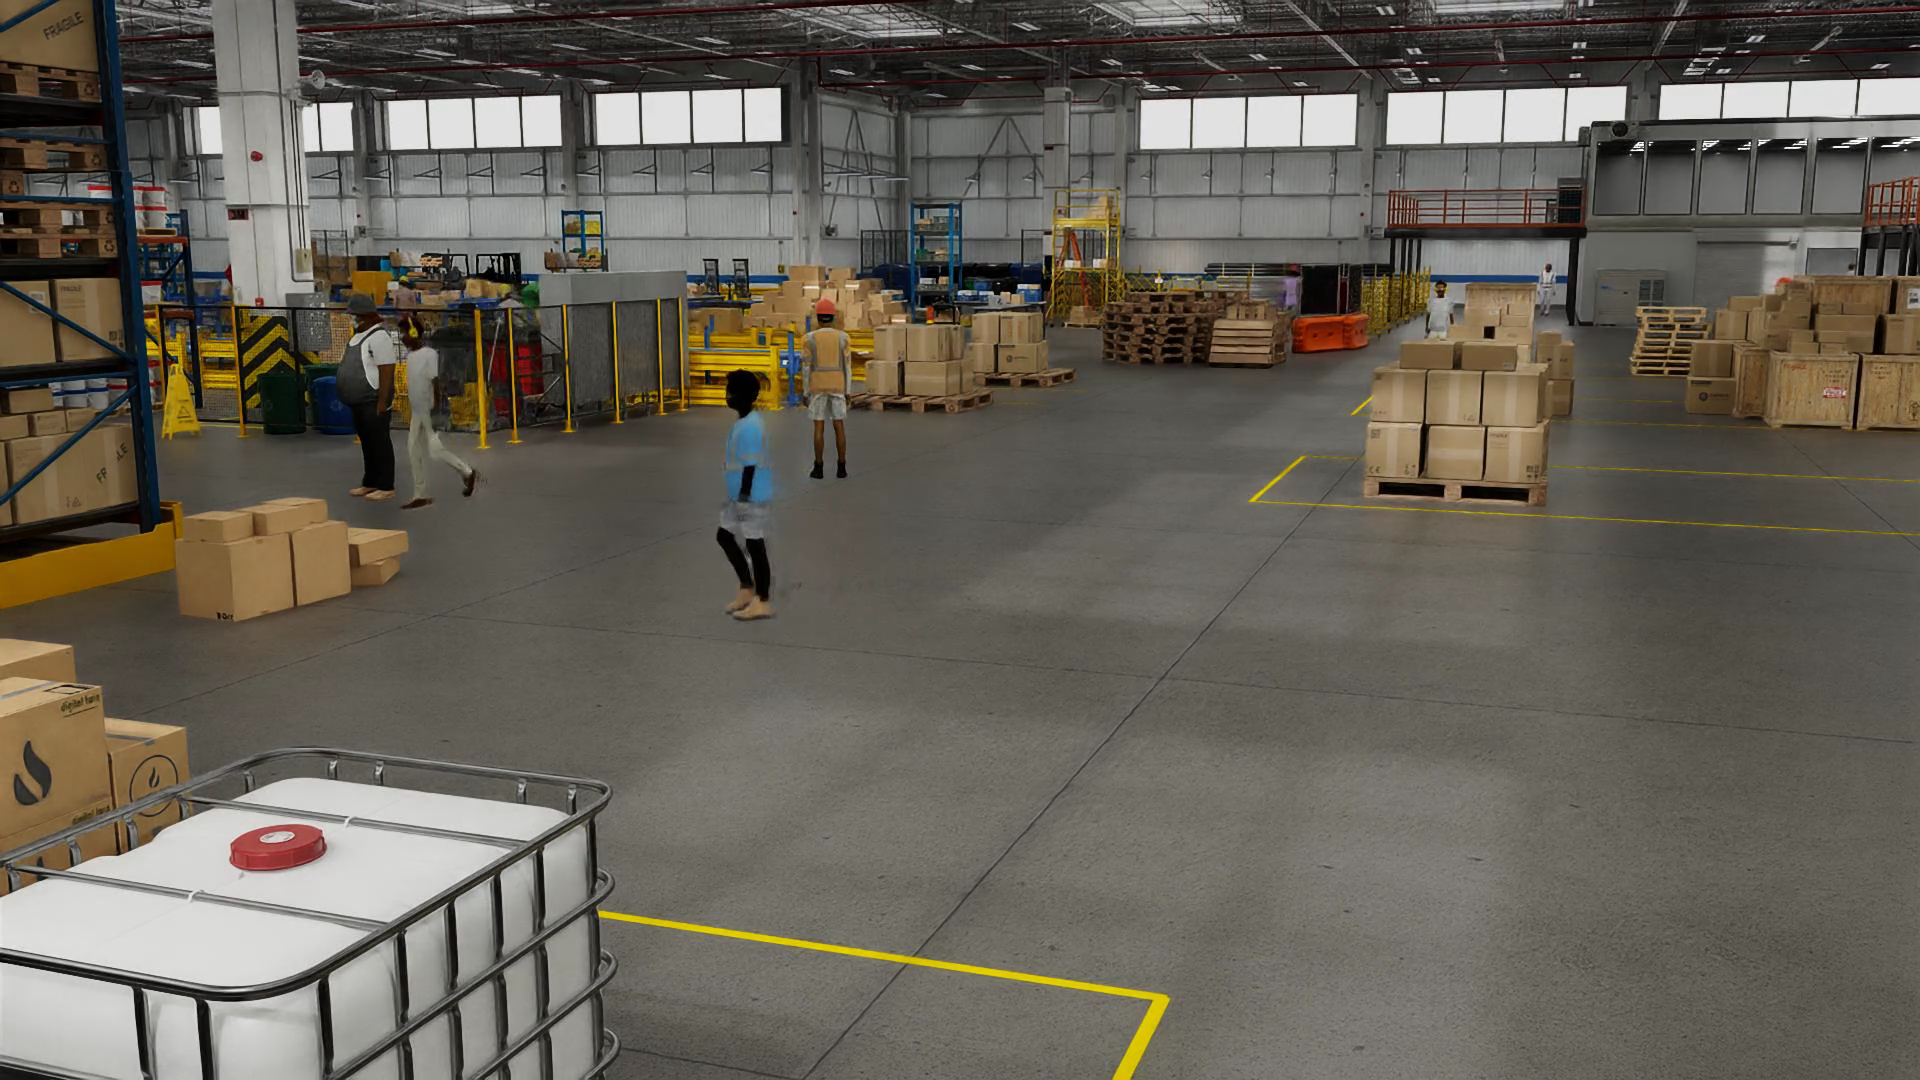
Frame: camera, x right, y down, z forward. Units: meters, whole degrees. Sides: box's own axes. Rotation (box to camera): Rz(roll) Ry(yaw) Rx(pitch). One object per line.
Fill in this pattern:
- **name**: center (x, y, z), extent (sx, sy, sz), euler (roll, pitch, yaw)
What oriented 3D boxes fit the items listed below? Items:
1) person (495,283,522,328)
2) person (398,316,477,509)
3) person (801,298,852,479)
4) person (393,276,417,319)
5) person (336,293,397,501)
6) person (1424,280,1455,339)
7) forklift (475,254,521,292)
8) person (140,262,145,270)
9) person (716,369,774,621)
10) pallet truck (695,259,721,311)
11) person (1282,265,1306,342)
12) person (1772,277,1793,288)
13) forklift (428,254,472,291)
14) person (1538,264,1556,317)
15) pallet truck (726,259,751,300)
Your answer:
- **person**: center (-8.176, -3.661, 29.690), extent (0.732, 1.809, 0.620), euler (3, 11, 17)
- **person**: center (-5.081, -1.234, 16.005), extent (0.530, 1.834, 0.778), euler (8, 13, 37)
- **person**: center (-1.435, -1.621, 17.859), extent (0.542, 1.938, 0.357), euler (-3, 10, -14)
- **person**: center (-13.179, -5.383, 39.528), extent (0.533, 1.767, 0.325), euler (-3, 11, -19)
- **person**: center (-5.844, -1.404, 16.341), extent (0.538, 2.000, 0.690), euler (-8, 13, -40)
- **person**: center (8.732, -3.799, 30.311), extent (0.520, 1.874, 0.332), euler (4, 11, 21)
- **forklift**: center (-17.990, -10.121, 64.684), extent (1.157, 1.987, 2.680), euler (3, 11, 17)
- **person**: center (-34.164, -10.761, 69.653), extent (0.611, 1.818, 0.560), euler (3, 10, 15)
- **person**: center (-1.460, -0.290, 11.043), extent (0.435, 1.682, 0.552), euler (-3, 10, -15)
- **pallet truck**: center (-9.165, -9.627, 62.776), extent (0.823, 1.965, 1.885), euler (4, 11, 23)
- **person**: center (8.650, -6.161, 43.289), extent (0.622, 2.002, 1.032), euler (9, 13, 40)
- **person**: center (13.159, -3.214, 26.667), extent (0.626, 1.992, 0.387), euler (-10, 14, -44)
- **forklift**: center (-20.133, -10.254, 65.465), extent (1.157, 1.987, 2.680), euler (3, 11, 19)
- **person**: center (20.527, -8.724, 58.149), extent (0.587, 1.835, 0.956), euler (3, 11, 19)
- **pallet truck**: center (-7.986, -9.493, 62.019), extent (0.823, 1.965, 1.885), euler (3, 11, 17)
